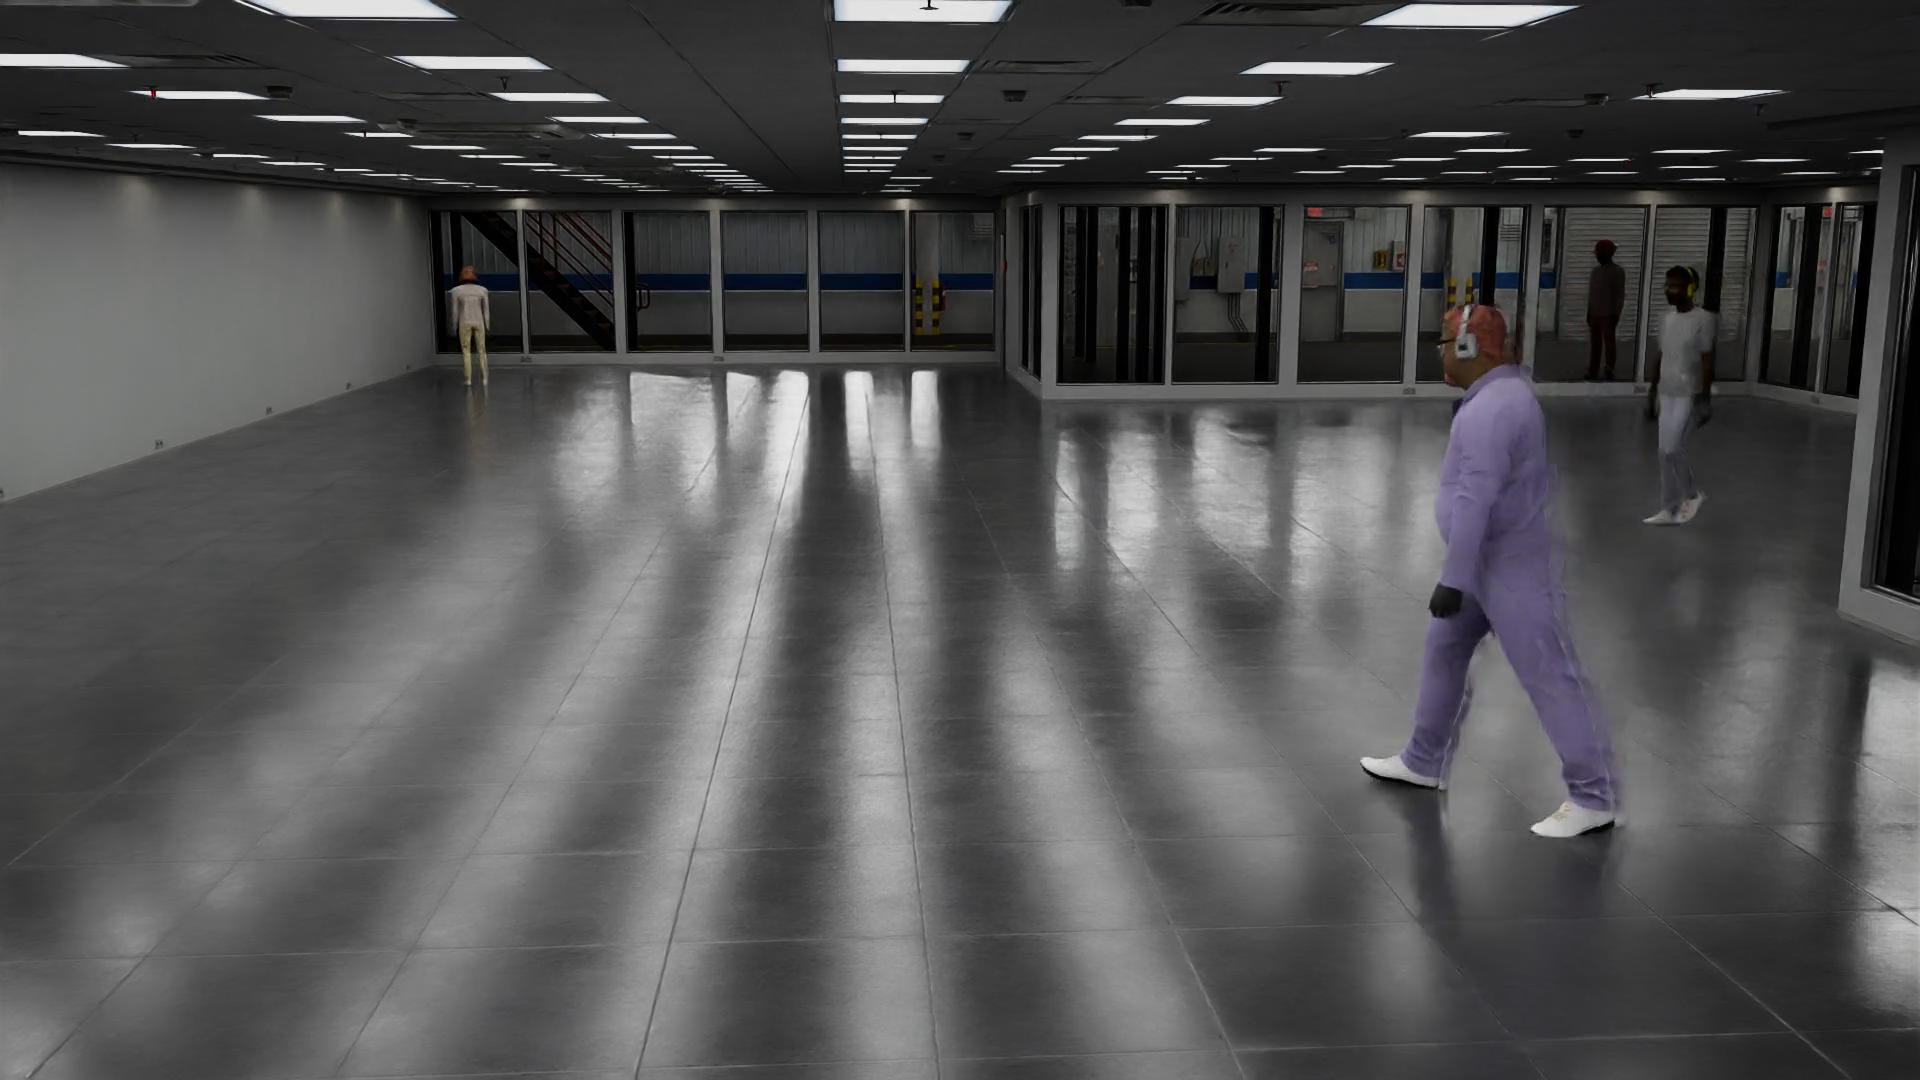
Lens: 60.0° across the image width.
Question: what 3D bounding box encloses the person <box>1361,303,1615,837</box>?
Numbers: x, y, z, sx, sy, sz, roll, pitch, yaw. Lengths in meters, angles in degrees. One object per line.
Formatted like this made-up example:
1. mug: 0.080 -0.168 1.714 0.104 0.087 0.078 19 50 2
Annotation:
1. person: 1.950 0.088 5.936 0.918 1.843 0.676 4 11 18

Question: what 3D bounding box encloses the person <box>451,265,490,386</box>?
1. person: -6.630 -2.899 22.556 0.507 1.631 0.266 -5 12 -27

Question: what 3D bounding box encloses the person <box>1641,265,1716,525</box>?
1. person: 5.046 -1.002 11.744 0.389 1.852 0.548 -4 11 -18
